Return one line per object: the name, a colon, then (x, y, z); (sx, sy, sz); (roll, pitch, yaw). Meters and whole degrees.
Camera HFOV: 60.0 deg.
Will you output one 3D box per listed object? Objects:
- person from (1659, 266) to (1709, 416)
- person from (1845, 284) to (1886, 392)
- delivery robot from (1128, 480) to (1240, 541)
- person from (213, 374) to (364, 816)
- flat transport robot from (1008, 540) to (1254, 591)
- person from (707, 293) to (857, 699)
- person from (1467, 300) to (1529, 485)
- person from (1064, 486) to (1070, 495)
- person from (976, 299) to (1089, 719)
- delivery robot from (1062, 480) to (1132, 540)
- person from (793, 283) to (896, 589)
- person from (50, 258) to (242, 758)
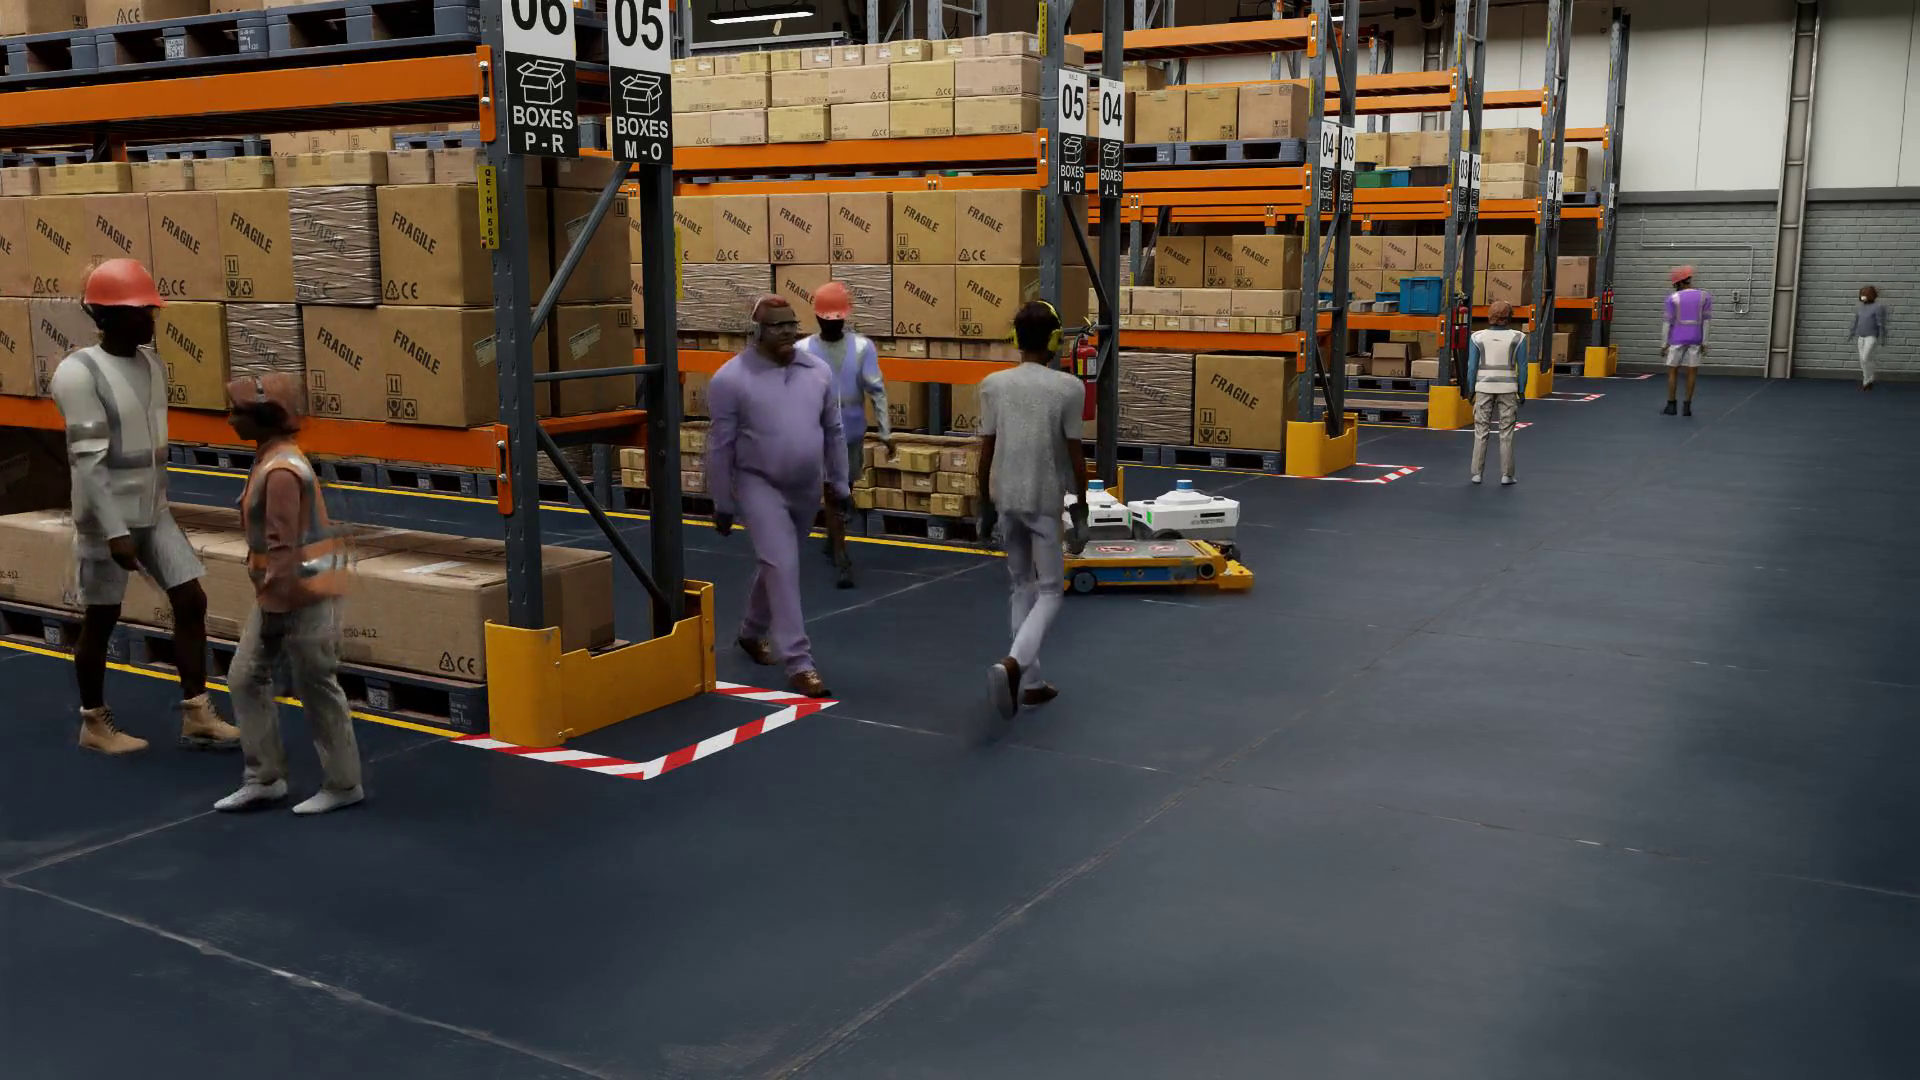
person: (9.242, -2.518, 21.225); (0.584, 1.909, 0.353); (1, 10, 5)
person: (13.570, -3.014, 24.900); (0.495, 1.612, 0.505); (-3, 10, -15)
delivery robot: (1.476, -0.154, 10.957); (0.707, 0.478, 0.477); (-4, 10, -20)
person: (-2.473, 0.217, 5.934); (0.631, 1.608, 0.549); (-5, 11, -29)
flat transport robot: (1.040, 0.148, 10.290); (1.431, 0.197, 0.652); (-1, 10, -4)
person: (-0.865, -0.244, 7.948); (0.656, 1.867, 0.989); (-8, 12, -38)
person: (4.770, -1.302, 14.781); (0.521, 1.640, 0.307); (4, 11, 23)
person: (0.517, -1.173, 13.355); (0.975, 1.879, 0.588); (6, 11, 32)
person: (0.282, -0.122, 7.268); (0.526, 1.849, 0.698); (5, 11, 25)
delivery robot: (0.893, -0.155, 10.963); (0.477, 0.478, 0.707); (-1, 10, -9)
person: (-0.769, -0.685, 10.502); (0.621, 1.880, 0.988); (-3, 10, -14)
person: (-3.241, -0.097, 6.640); (0.852, 2.013, 0.618); (3, 10, 15)
